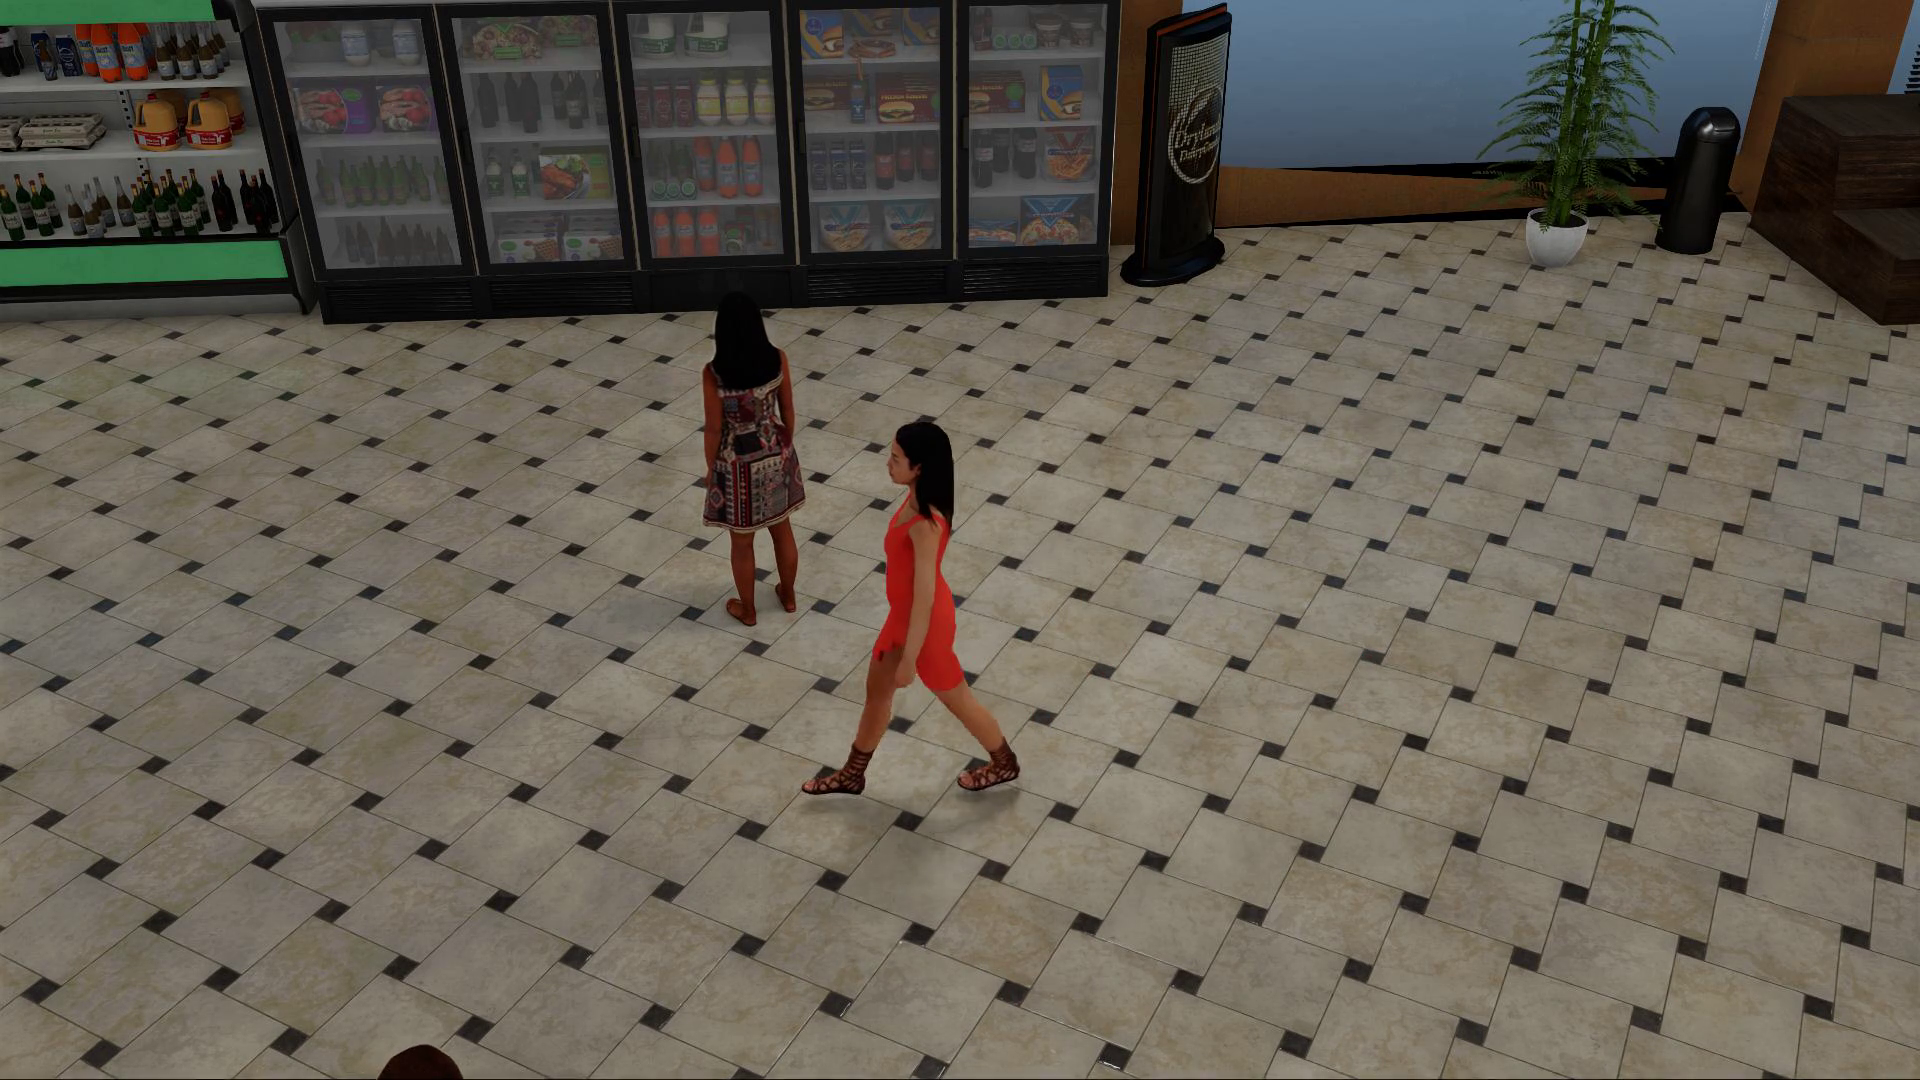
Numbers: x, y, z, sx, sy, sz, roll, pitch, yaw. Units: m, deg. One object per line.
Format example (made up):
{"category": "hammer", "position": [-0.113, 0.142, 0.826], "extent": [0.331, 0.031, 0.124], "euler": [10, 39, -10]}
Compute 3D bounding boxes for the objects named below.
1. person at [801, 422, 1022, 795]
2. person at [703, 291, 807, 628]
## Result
{"category": "person", "position": [-0.056, 0.342, 6.351], "extent": [1.119, 1.670, 0.647], "euler": [-4, 32, -7]}
{"category": "person", "position": [-0.938, -0.347, 7.507], "extent": [0.626, 1.618, 0.782], "euler": [-17, 36, -25]}
